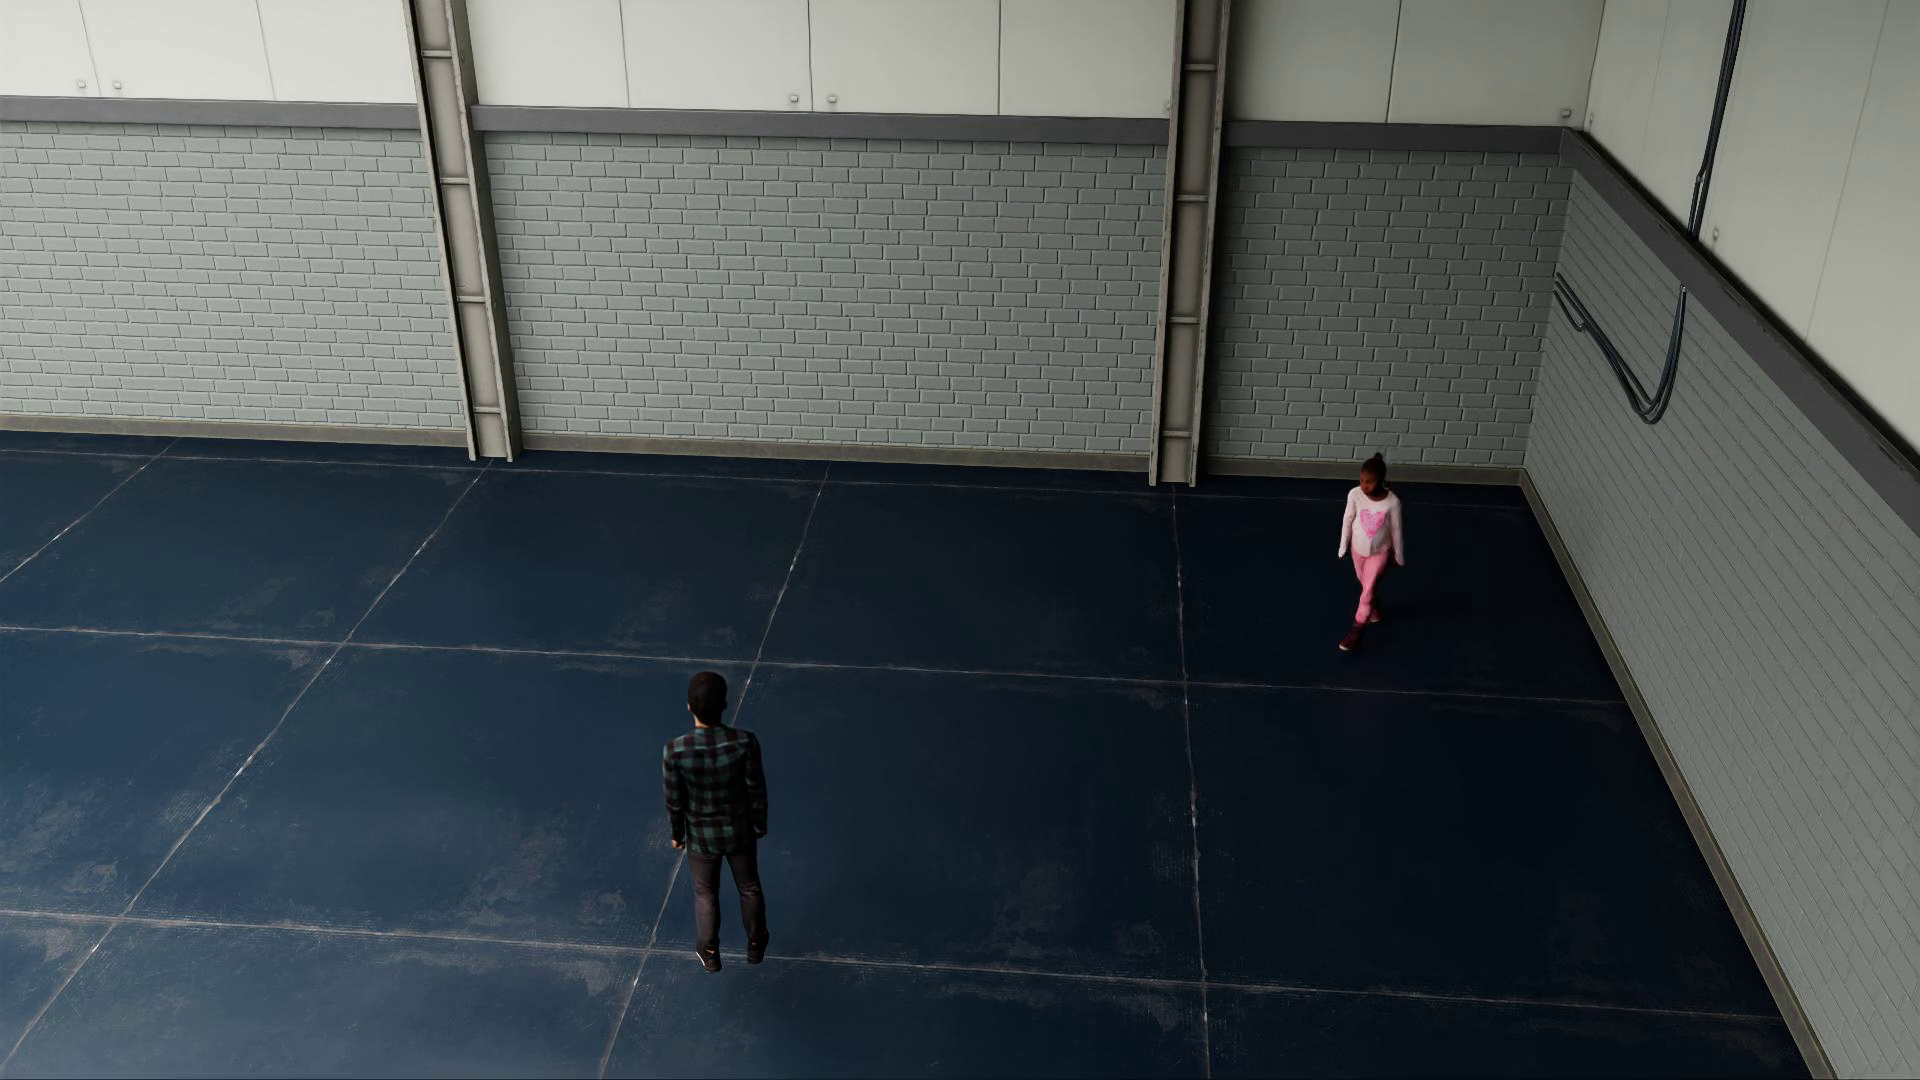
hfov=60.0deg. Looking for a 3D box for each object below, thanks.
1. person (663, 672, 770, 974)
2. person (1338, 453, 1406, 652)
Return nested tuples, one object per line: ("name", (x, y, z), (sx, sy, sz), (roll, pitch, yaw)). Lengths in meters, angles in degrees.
("person", (-1.189, 1.392, 8.238), (0.609, 1.713, 0.767), (-6, 28, -12))
("person", (2.935, 0.029, 11.755), (1.029, 1.415, 0.973), (14, 30, 25))
